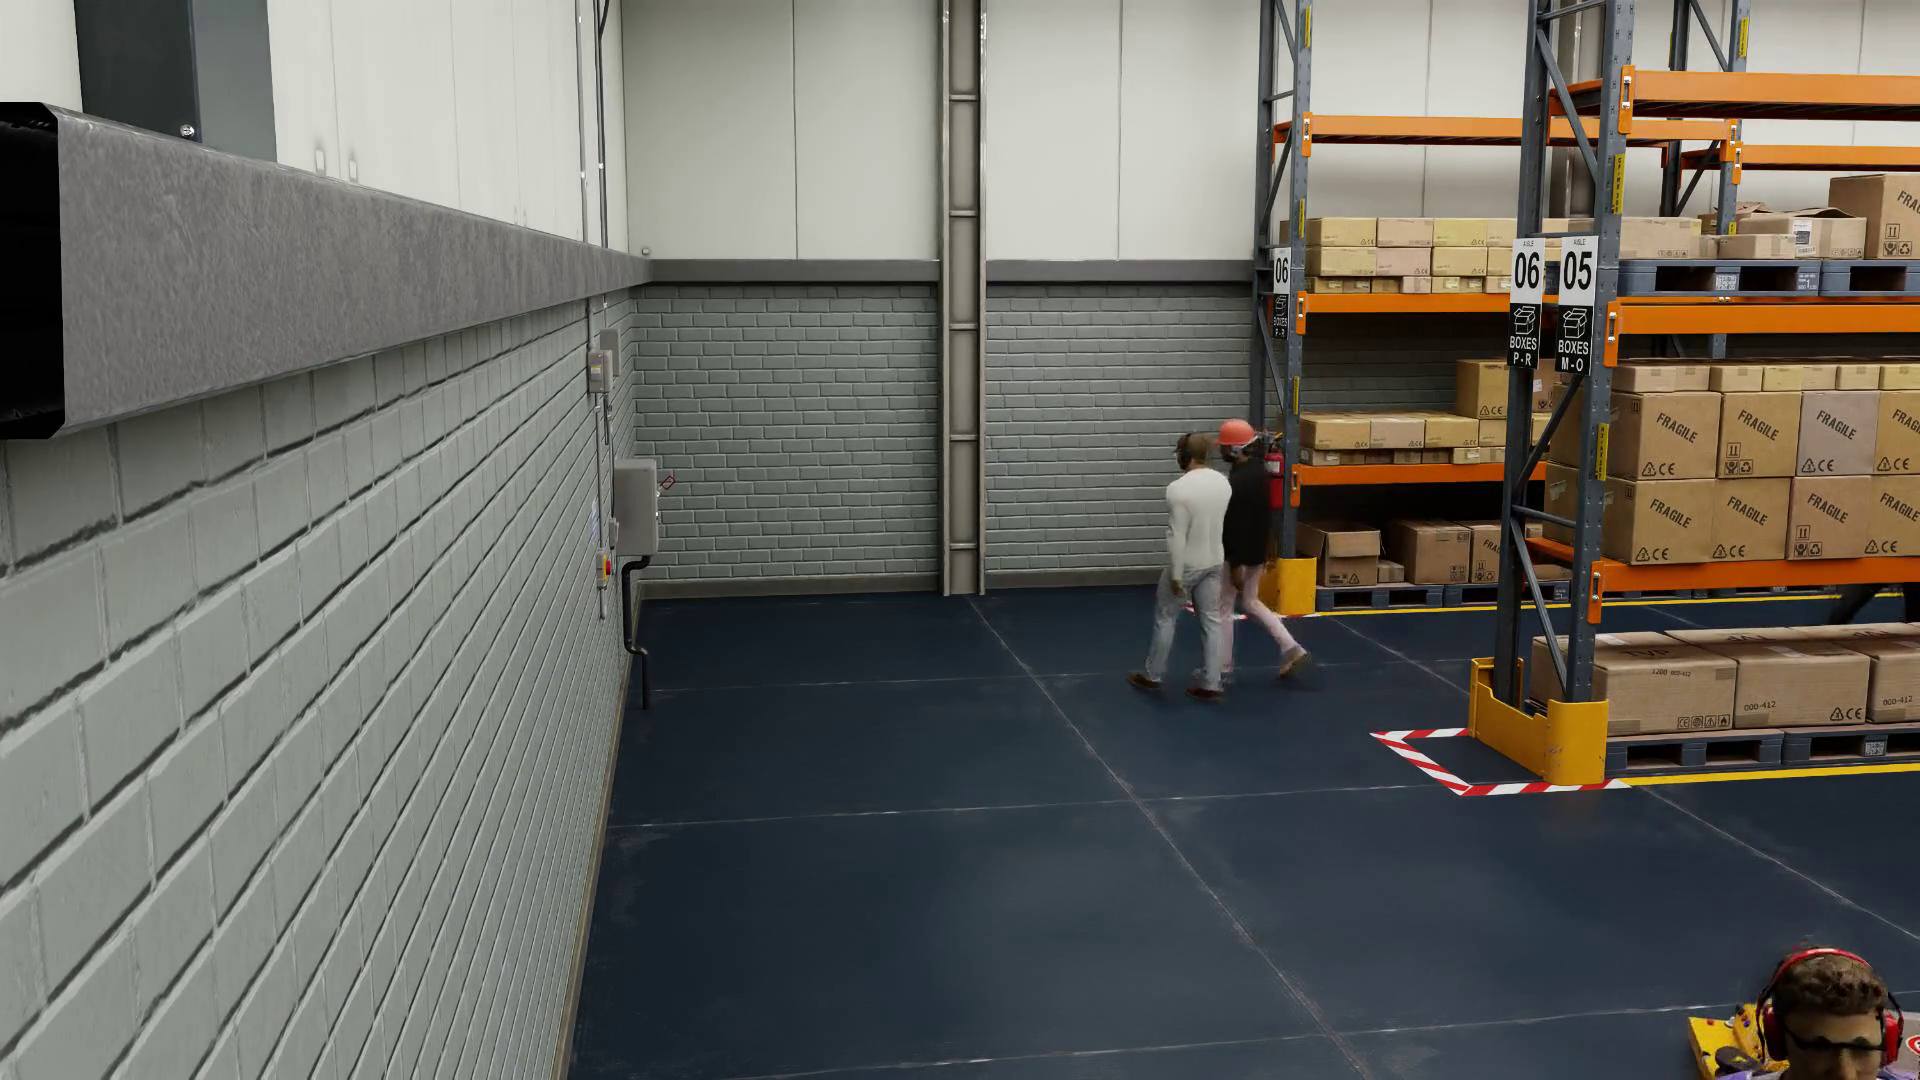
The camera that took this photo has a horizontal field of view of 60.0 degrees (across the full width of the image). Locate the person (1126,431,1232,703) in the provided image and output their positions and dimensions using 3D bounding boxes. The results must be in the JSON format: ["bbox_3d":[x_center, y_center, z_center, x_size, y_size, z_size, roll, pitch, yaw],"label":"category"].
[{"bbox_3d":[1.567,0.177,11.817,0.643,1.912,0.823,-7,11,-36],"label":"person"}]

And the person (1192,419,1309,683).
[{"bbox_3d":[2.105,0.100,12.114,0.750,1.971,0.631,6,11,32],"label":"person"}]

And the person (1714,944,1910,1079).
[{"bbox_3d":[1.608,1.616,3.202,0.580,1.820,0.627,1,9,5],"label":"person"}]

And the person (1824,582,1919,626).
[{"bbox_3d":[7.179,-0.060,12.866,0.987,2.000,0.687,0,9,-2],"label":"person"}]

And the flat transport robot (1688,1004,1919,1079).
[{"bbox_3d":[3.466,1.931,6.028,1.431,0.197,0.652,2,10,14],"label":"flat transport robot"}]
